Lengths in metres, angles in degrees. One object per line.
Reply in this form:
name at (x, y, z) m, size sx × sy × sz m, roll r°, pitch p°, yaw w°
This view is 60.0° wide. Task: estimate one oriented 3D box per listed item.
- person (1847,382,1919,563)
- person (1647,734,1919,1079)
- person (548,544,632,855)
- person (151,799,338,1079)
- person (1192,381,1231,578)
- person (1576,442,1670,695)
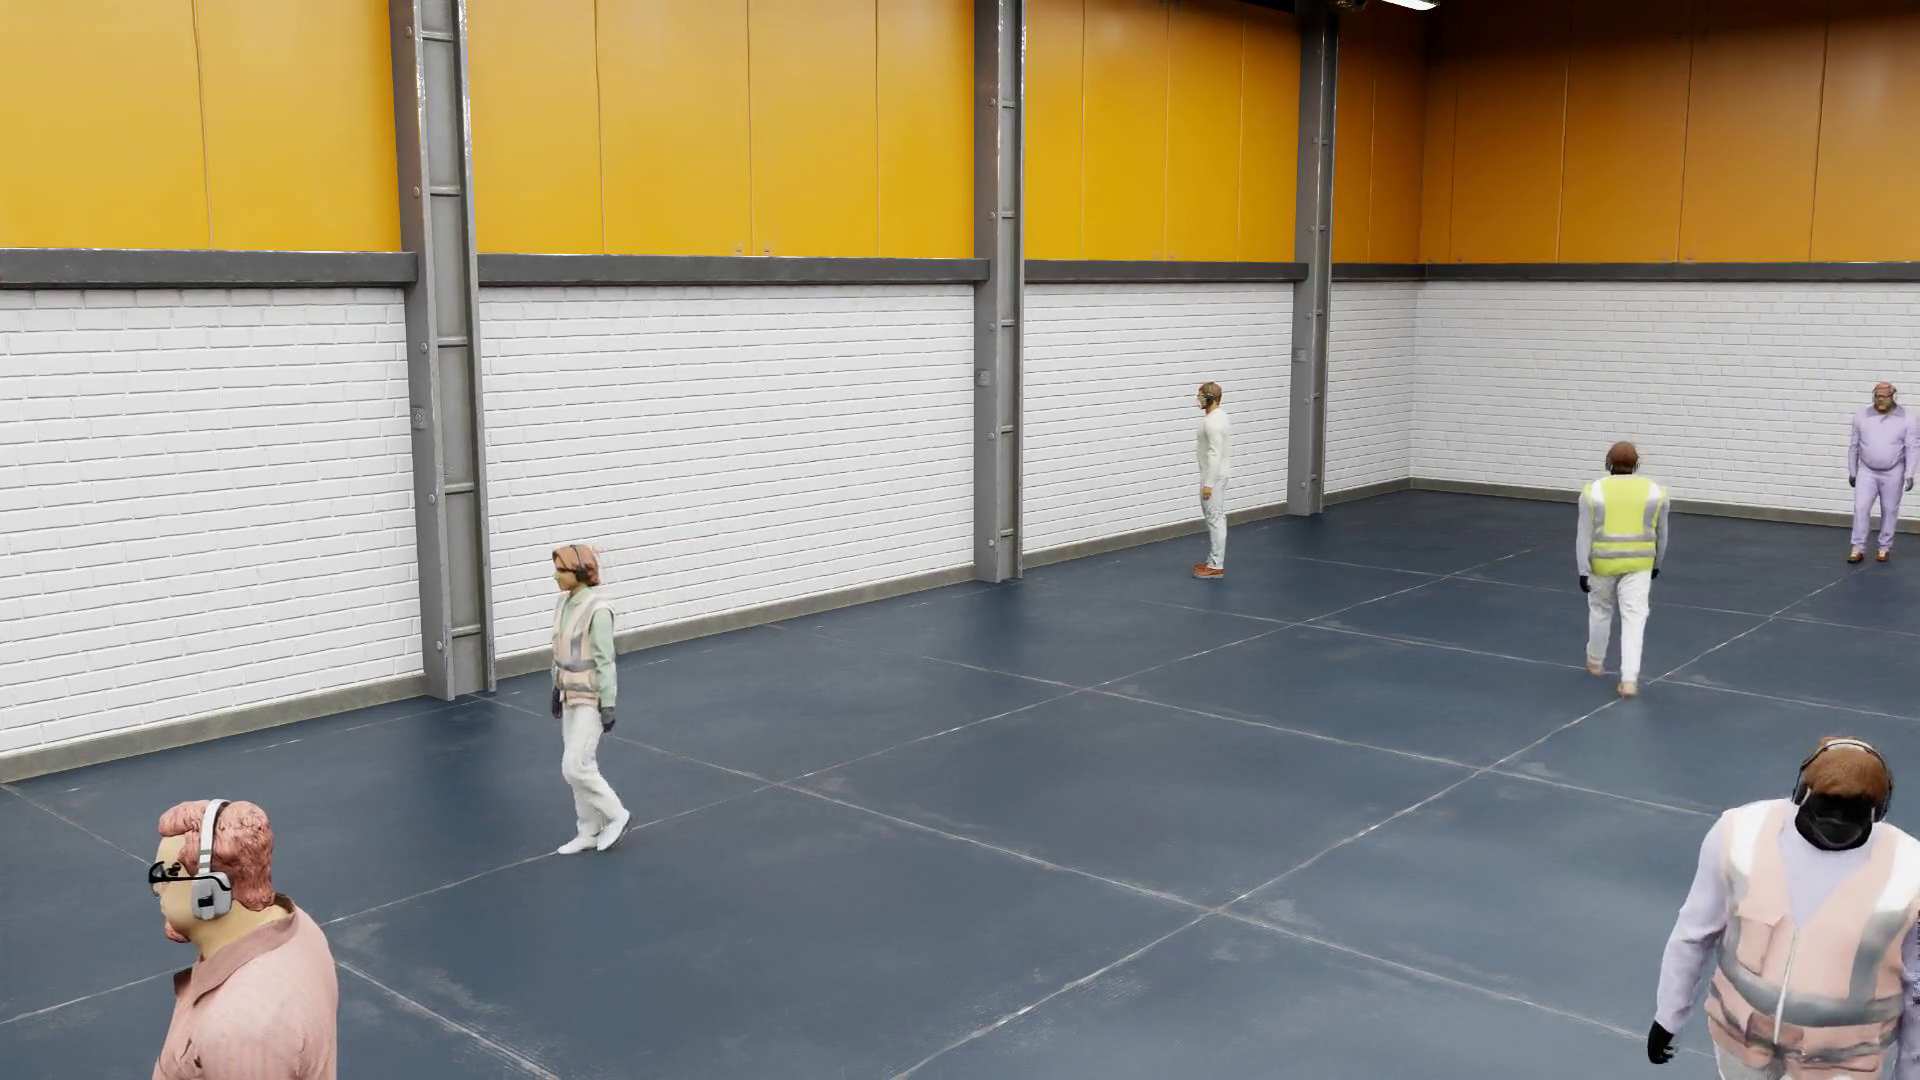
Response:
person at (9.470, -0.678, 17.118) m, size 0.667 × 1.872 × 0.847 m, roll 7°, pitch 11°, yaw 37°
person at (2.325, 1.369, 4.606) m, size 0.691 × 1.788 × 0.929 m, roll 8°, pitch 12°, yaw 42°
person at (-1.937, 0.824, 8.480) m, size 0.375 × 1.624 × 0.536 m, roll -7°, pitch 11°, yaw -36°
person at (-1.513, 1.473, 3.532) m, size 0.401 × 1.906 × 0.651 m, roll -3°, pitch 9°, yaw -16°
person at (2.481, -0.590, 16.385) m, size 0.374 × 1.939 × 0.628 m, roll 2°, pitch 9°, yaw 13°
person at (4.766, 0.184, 12.019) m, size 0.622 × 1.791 × 1.004 m, roll 3°, pitch 9°, yaw 16°
